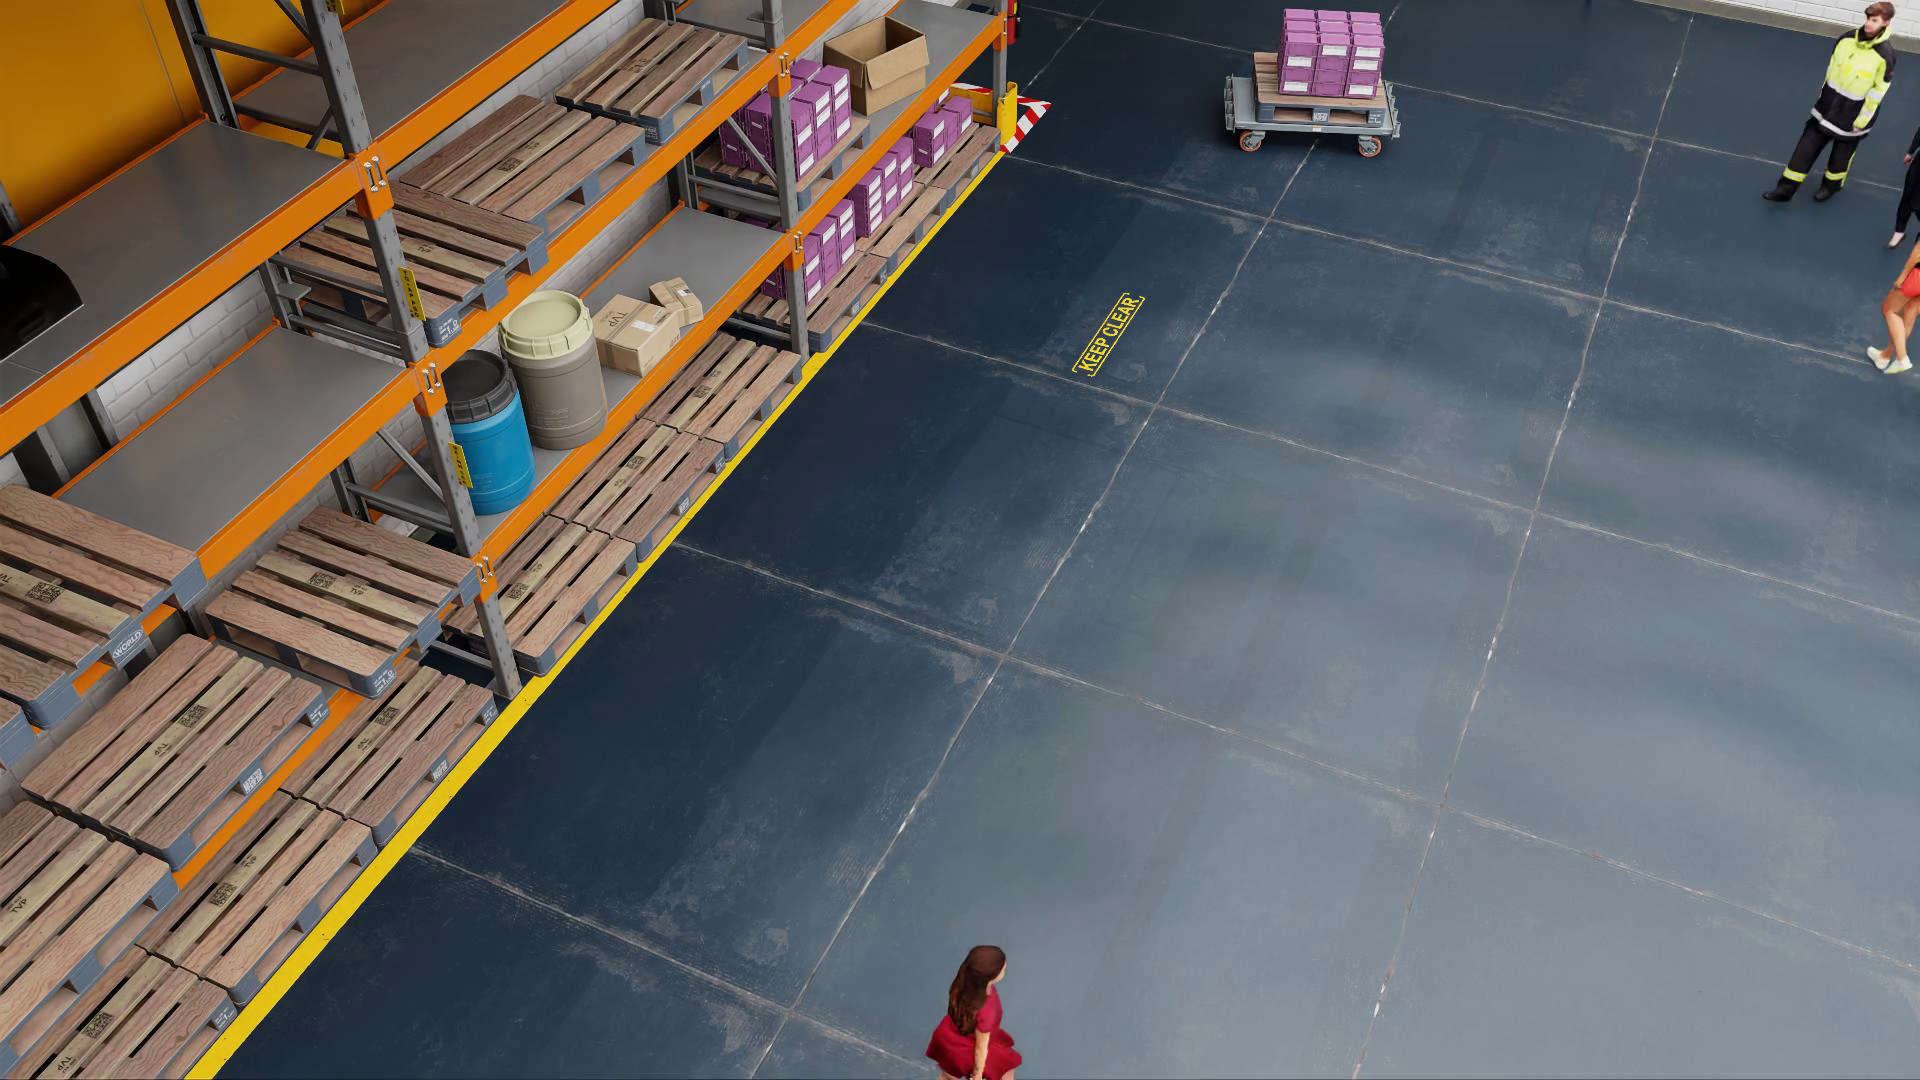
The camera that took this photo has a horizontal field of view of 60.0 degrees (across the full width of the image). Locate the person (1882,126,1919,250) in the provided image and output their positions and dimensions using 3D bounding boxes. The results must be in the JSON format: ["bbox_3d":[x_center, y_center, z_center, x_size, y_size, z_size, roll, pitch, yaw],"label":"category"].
[{"bbox_3d":[8.438,-3.232,14.367,0.849,1.699,0.791,-11,45,-11],"label":"person"}]

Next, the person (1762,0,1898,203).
[{"bbox_3d":[8.006,-3.903,14.895,1.253,1.942,1.128,-24,49,-23],"label":"person"}]

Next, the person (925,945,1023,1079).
[{"bbox_3d":[-0.016,2.556,8.416,0.903,1.527,0.804,-20,47,-20],"label":"person"}]

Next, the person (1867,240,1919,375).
[{"bbox_3d":[7.595,-2.006,13.019,0.804,1.784,0.906,-5,44,-5],"label":"person"}]
